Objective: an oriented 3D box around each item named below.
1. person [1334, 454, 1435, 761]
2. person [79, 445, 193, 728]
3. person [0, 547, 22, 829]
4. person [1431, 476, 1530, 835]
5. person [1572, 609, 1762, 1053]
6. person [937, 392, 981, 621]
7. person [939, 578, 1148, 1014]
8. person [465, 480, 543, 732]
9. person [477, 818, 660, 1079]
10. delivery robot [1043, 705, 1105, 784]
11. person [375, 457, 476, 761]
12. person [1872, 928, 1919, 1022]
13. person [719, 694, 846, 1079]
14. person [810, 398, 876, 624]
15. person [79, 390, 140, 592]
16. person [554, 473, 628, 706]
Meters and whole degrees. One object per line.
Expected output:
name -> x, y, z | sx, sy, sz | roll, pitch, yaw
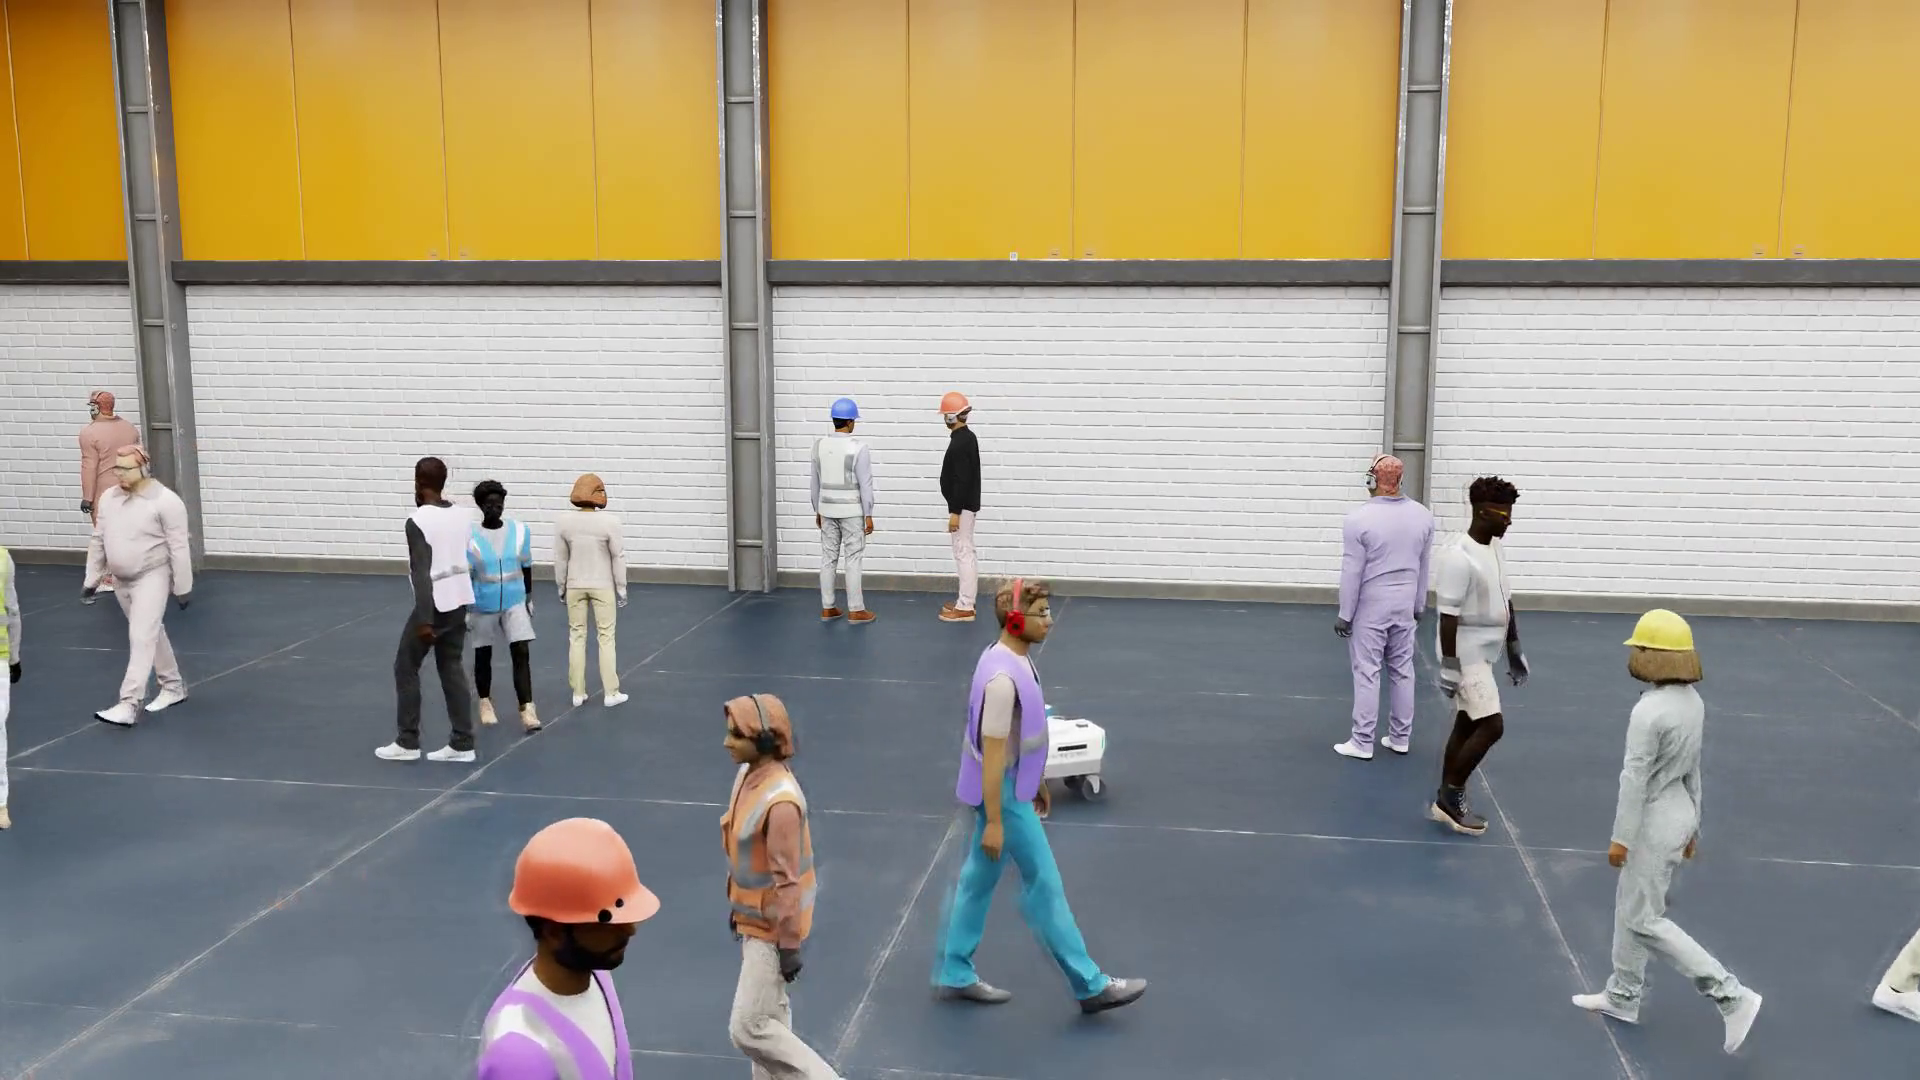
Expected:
person -> 2.606, 0.417, 10.339 | 0.643, 1.909, 0.410 | -4, 10, -23
person -> -5.581, 0.305, 11.161 | 0.652, 1.864, 0.937 | 4, 10, 22
person -> -5.552, 0.650, 9.214 | 0.633, 1.812, 0.896 | -7, 12, -38
person -> 2.808, 0.619, 8.977 | 0.488, 1.938, 0.613 | 6, 11, 34
person -> 2.798, 1.131, 6.497 | 0.688, 1.720, 0.490 | 8, 12, 40
person -> -0.011, -0.289, 14.442 | 0.392, 1.988, 0.609 | 1, 9, 9
person -> 0.328, 1.046, 6.746 | 0.907, 1.804, 0.594 | 0, 9, 3
person -> -3.012, 0.448, 10.868 | 0.548, 1.663, 0.782 | -5, 11, -29
person -> -0.717, 1.517, 3.538 | 0.794, 1.906, 0.566 | 1, 9, 7
delivery robot -> 0.461, 1.183, 9.484 | 0.707, 0.478, 0.477 | -4, 10, -21
person -> -3.325, 0.435, 10.313 | 0.760, 1.877, 0.634 | 3, 10, 16
person -> 4.141, 1.096, 6.477 | 0.980, 1.807, 0.552 | 4, 10, 25
person -> -0.644, 1.313, 5.672 | 0.392, 1.627, 0.528 | -3, 10, -17
person -> -1.000, -0.248, 14.306 | 0.615, 1.946, 0.391 | 5, 11, 30
person -> -8.064, -0.463, 15.750 | 0.409, 1.913, 0.642 | 3, 10, 17
person -> -2.568, 0.348, 11.602 | 0.507, 1.631, 0.279 | 1, 9, 7
